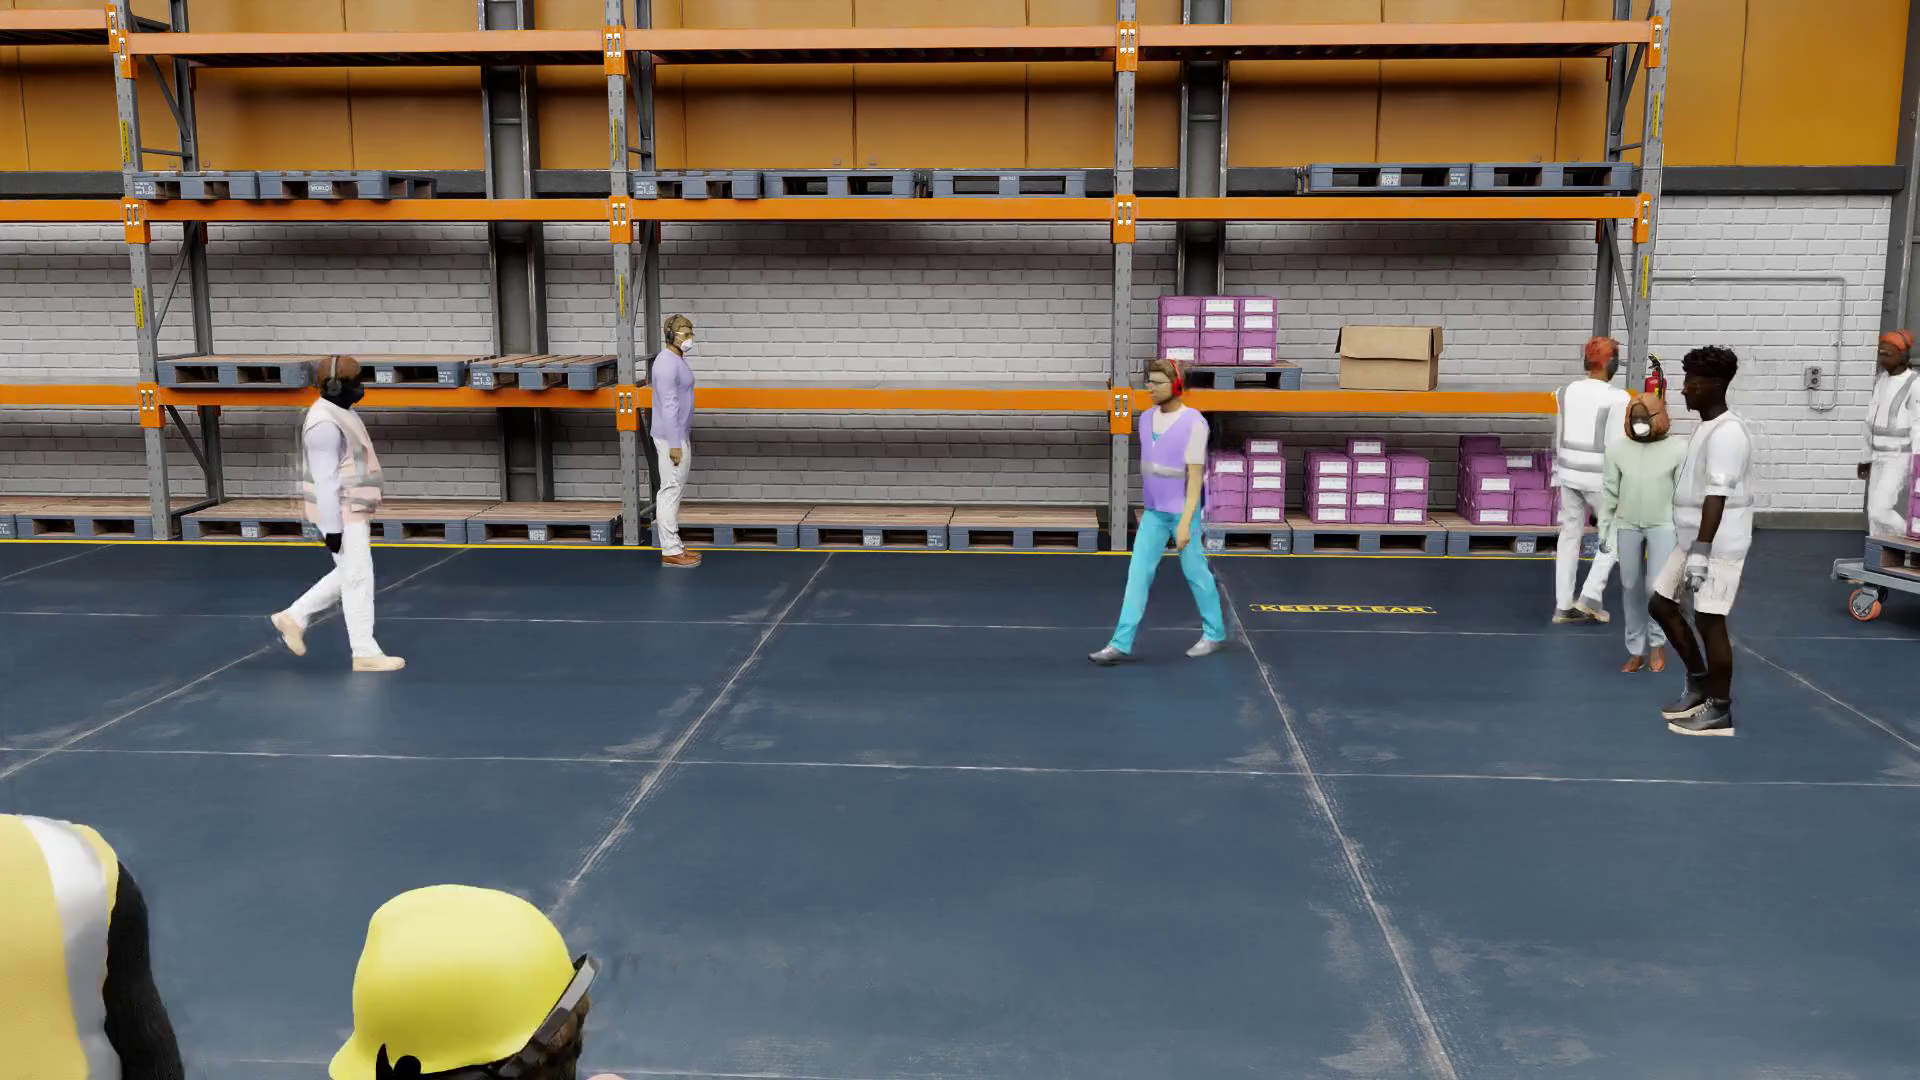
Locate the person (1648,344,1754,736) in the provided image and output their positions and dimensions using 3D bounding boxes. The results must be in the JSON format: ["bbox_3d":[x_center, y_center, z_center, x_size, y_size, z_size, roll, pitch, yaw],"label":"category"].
[{"bbox_3d":[3.693,0.012,8.250,0.453,1.949,0.623,1,10,9],"label":"person"}]

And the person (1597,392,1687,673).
[{"bbox_3d":[3.889,-0.032,9.458,0.516,1.614,0.365,7,12,37],"label":"person"}]

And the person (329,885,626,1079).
[{"bbox_3d":[-0.508,1.205,1.856,0.727,1.727,0.539,0,10,0],"label":"person"}]

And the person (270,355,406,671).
[{"bbox_3d":[-3.589,-0.141,9.489,0.662,1.830,0.631,-2,10,-13],"label":"person"}]

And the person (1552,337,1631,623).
[{"bbox_3d":[4.069,-0.372,10.742,0.446,1.869,0.586,-6,12,-34],"label":"person"}]

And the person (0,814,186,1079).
[{"bbox_3d":[-1.496,1.074,2.451,0.636,1.806,0.664,6,11,30],"label":"person"}]

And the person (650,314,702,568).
[{"bbox_3d":[-2.189,-0.762,12.811,0.376,1.936,0.627,-1,10,-3],"label":"person"}]

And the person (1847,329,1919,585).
[{"bbox_3d":[6.690,-0.569,11.875,0.475,1.869,0.618,1,10,4],"label":"person"}]

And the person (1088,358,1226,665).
[{"bbox_3d":[1.217,-0.161,9.697,0.966,1.792,0.585,-6,11,-32],"label":"person"}]
